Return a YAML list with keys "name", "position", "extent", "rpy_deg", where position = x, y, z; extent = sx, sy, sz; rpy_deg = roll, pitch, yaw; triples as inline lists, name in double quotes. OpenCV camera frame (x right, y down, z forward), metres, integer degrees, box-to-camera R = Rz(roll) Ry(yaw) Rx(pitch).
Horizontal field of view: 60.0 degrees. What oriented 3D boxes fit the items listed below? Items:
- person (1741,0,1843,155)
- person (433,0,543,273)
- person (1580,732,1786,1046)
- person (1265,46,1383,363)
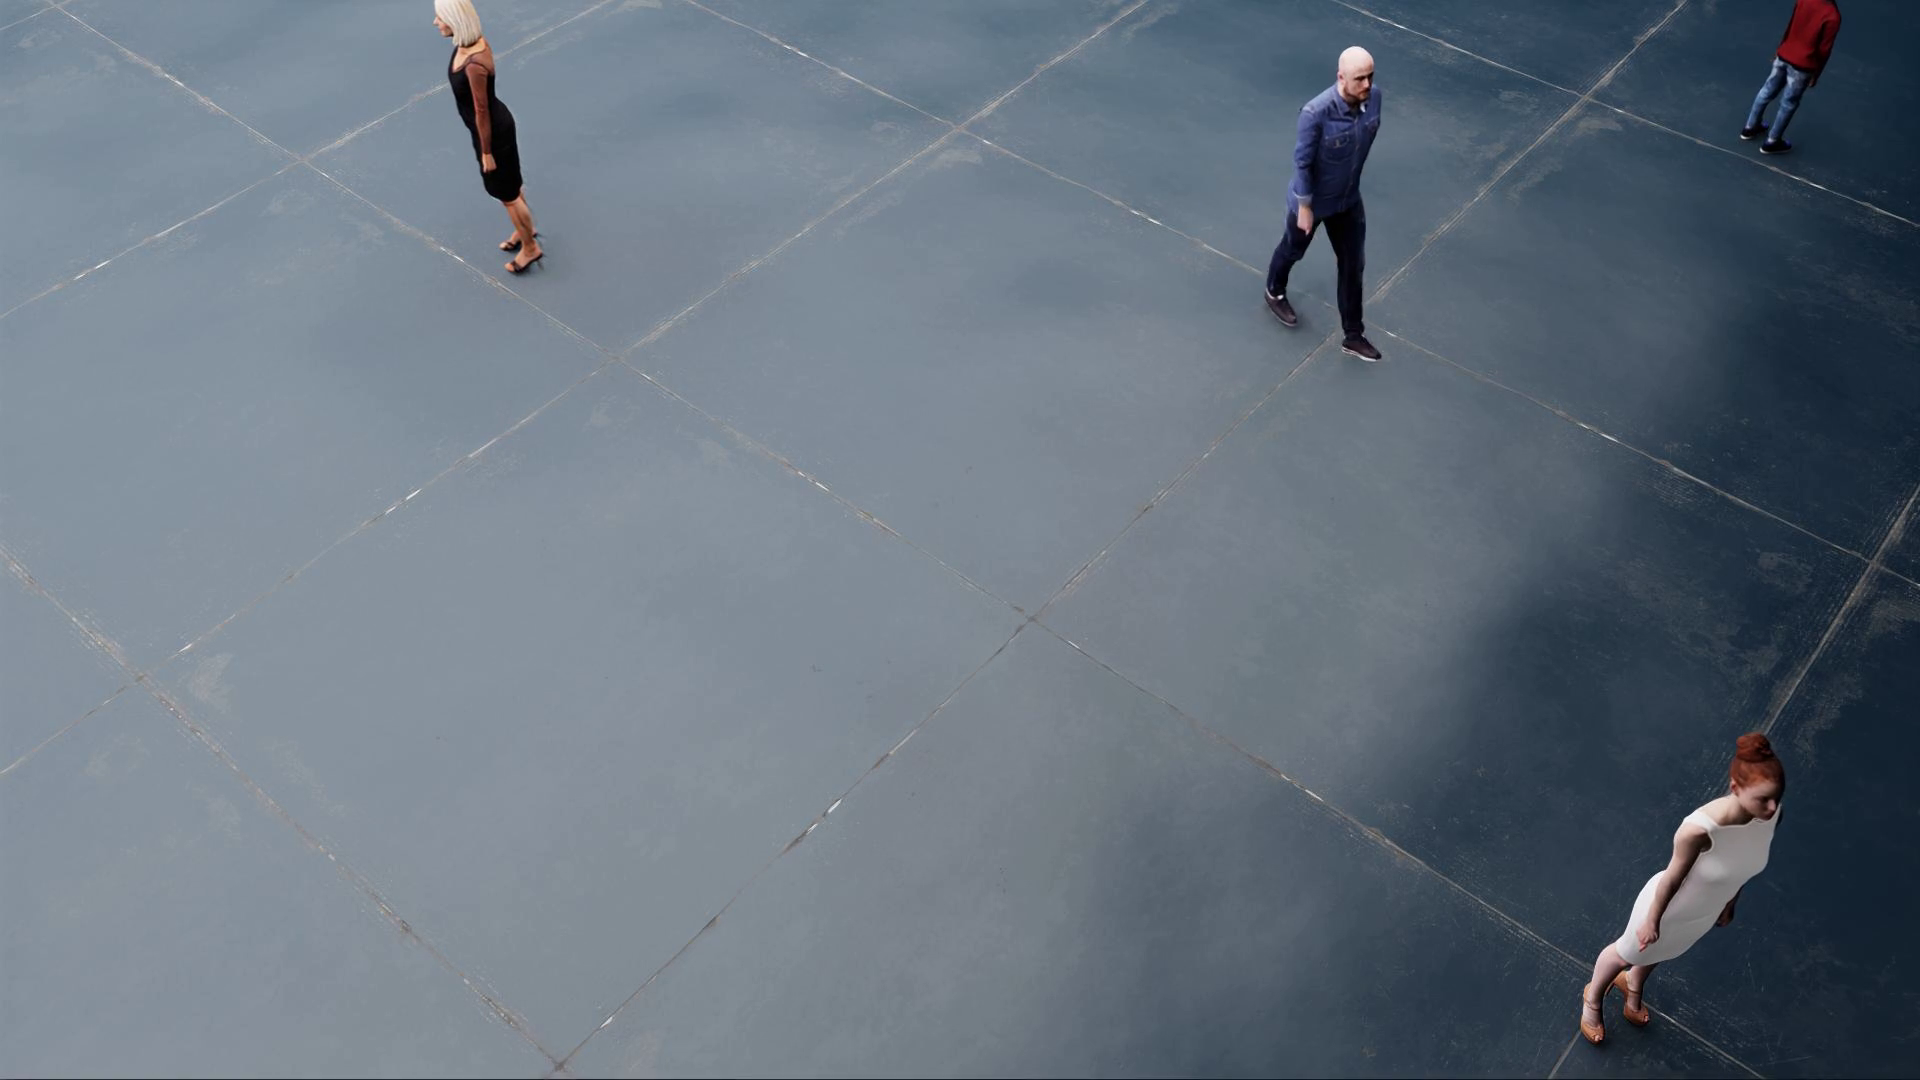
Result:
- name: "person"
  position: [5.217, -3.002, 10.369]
  extent: [0.596, 1.253, 0.570]
  rpy_deg: [-19, 50, -17]
- name: "person"
  position: [-2.638, -2.300, 9.385]
  extent: [0.691, 1.744, 0.657]
  rpy_deg: [-10, 48, -9]
- name: "person"
  position: [2.612, 1.309, 6.022]
  extent: [0.593, 1.783, 0.703]
  rpy_deg: [-14, 49, -13]
- name: "person"
  position: [1.908, -1.860, 8.950]
  extent: [1.146, 1.785, 1.043]
  rpy_deg: [-22, 51, -19]
